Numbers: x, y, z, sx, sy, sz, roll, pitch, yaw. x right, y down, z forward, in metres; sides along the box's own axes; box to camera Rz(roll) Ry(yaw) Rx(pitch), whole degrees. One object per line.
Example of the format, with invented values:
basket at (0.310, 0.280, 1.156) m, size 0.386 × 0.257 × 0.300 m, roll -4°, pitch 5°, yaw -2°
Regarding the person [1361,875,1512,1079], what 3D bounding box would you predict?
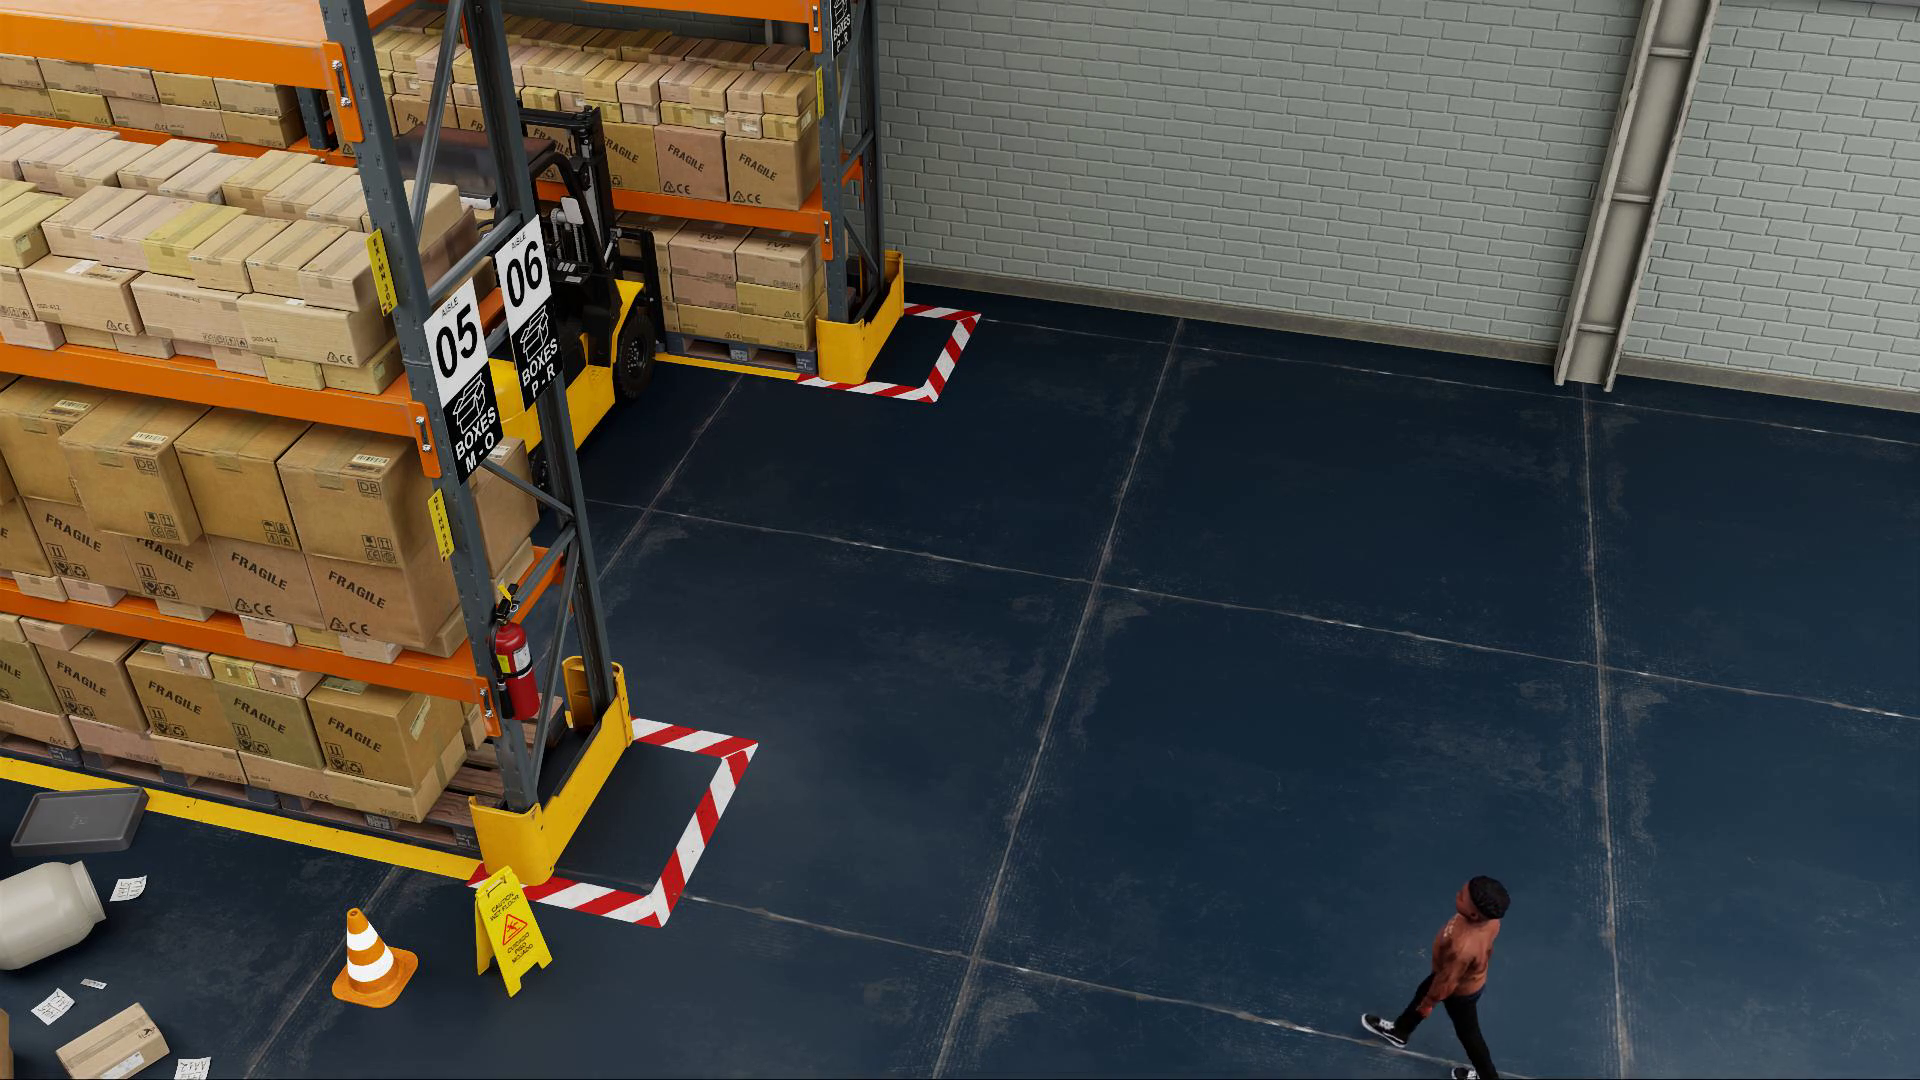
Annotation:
person at (2.198, 1.932, 7.131) m, size 0.960 × 1.224 × 0.712 m, roll 23°, pitch 43°, yaw 27°
